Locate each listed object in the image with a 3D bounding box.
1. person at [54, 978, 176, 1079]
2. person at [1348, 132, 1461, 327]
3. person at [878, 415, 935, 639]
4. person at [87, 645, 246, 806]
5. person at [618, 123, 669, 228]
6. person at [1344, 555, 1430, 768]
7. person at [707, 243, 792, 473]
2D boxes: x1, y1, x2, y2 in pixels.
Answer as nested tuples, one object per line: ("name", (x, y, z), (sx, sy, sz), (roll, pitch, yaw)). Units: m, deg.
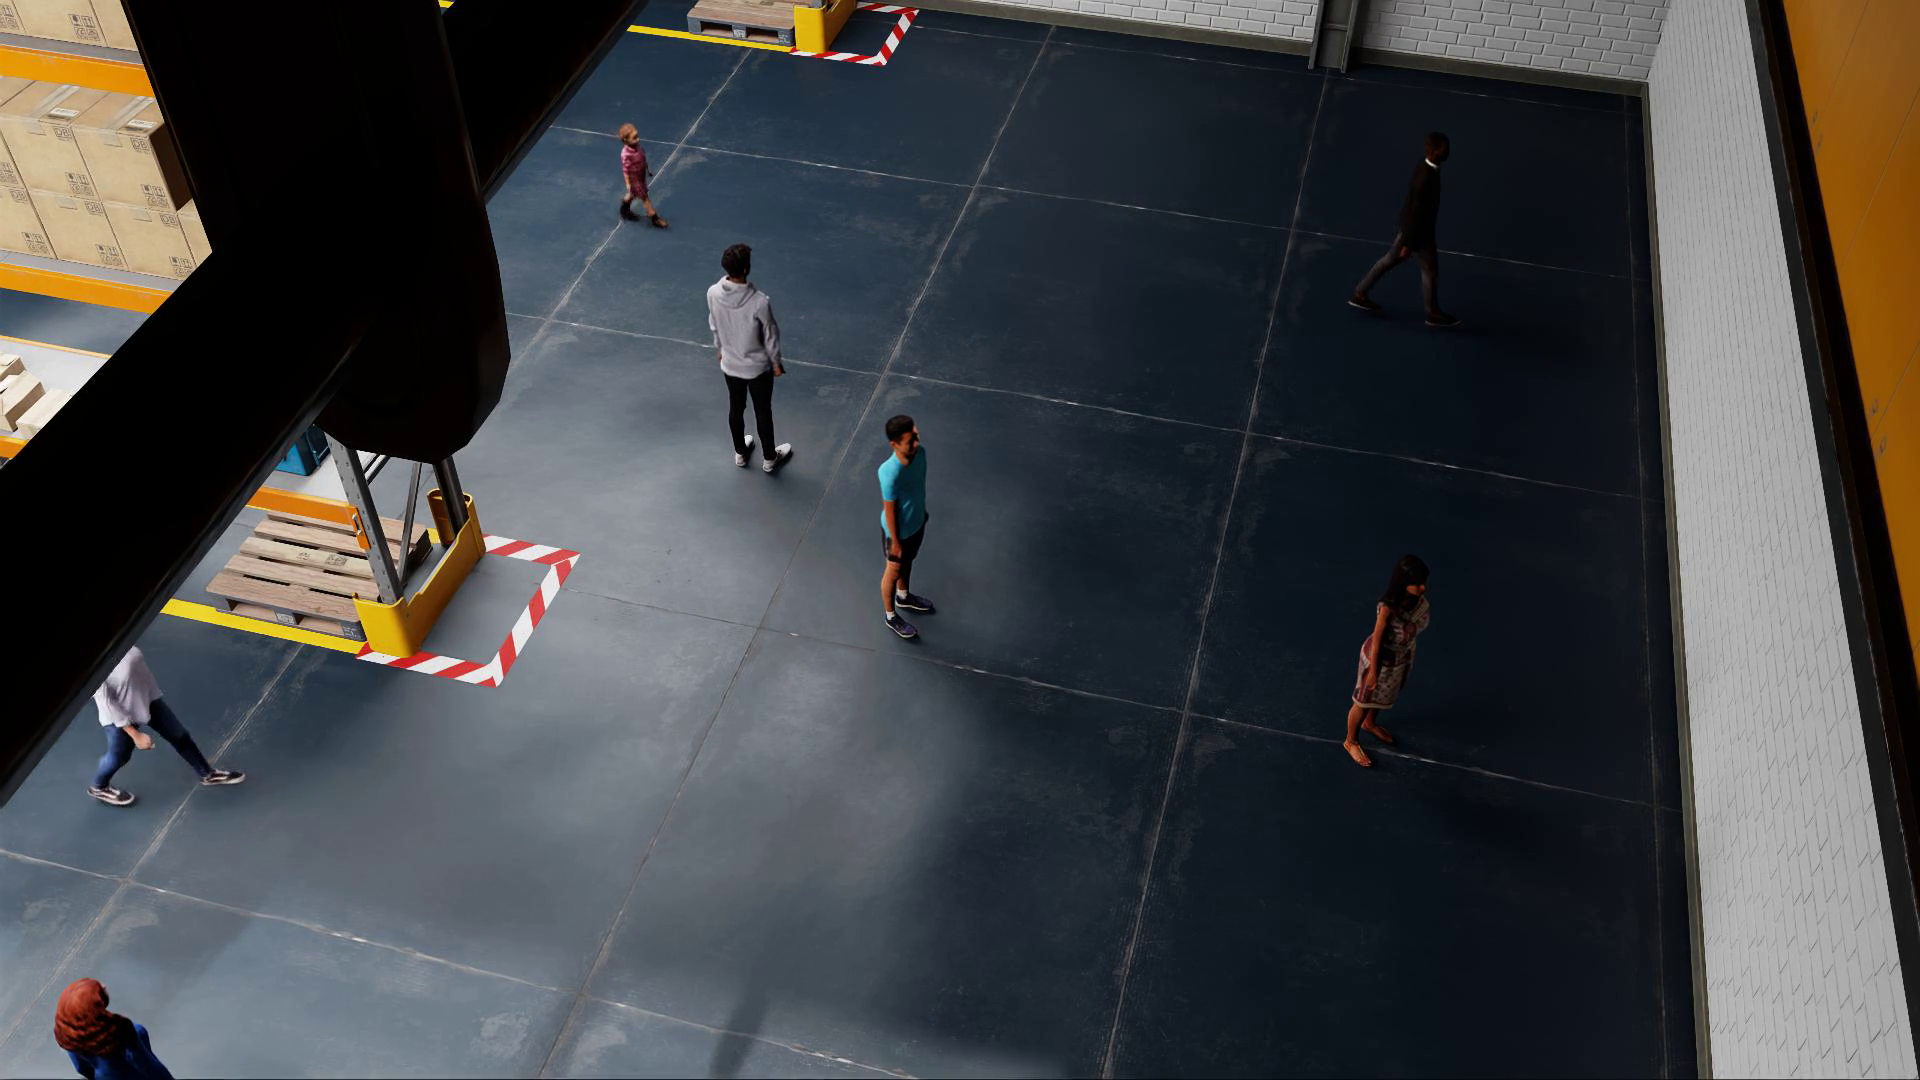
("person", (-4.005, 2.706, 8.111), (0.498, 1.827, 0.669), (10, 44, 10))
("person", (3.660, -2.542, 13.674), (1.154, 1.750, 0.691), (10, 44, 10))
("person", (-0.388, -0.122, 11.115), (0.600, 1.776, 0.658), (20, 47, 19))
("person", (-5.100, 1.021, 9.983), (1.192, 1.683, 0.795), (2, 44, 2))
("person", (-2.964, -3.315, 15.022), (0.754, 1.011, 0.479), (15, 46, 15))
("person", (2.658, 0.712, 10.335), (0.727, 1.645, 0.723), (-33, 52, -30))
("person", (-1.582, -1.333, 12.276), (0.514, 1.929, 0.749), (13, 45, 13))
